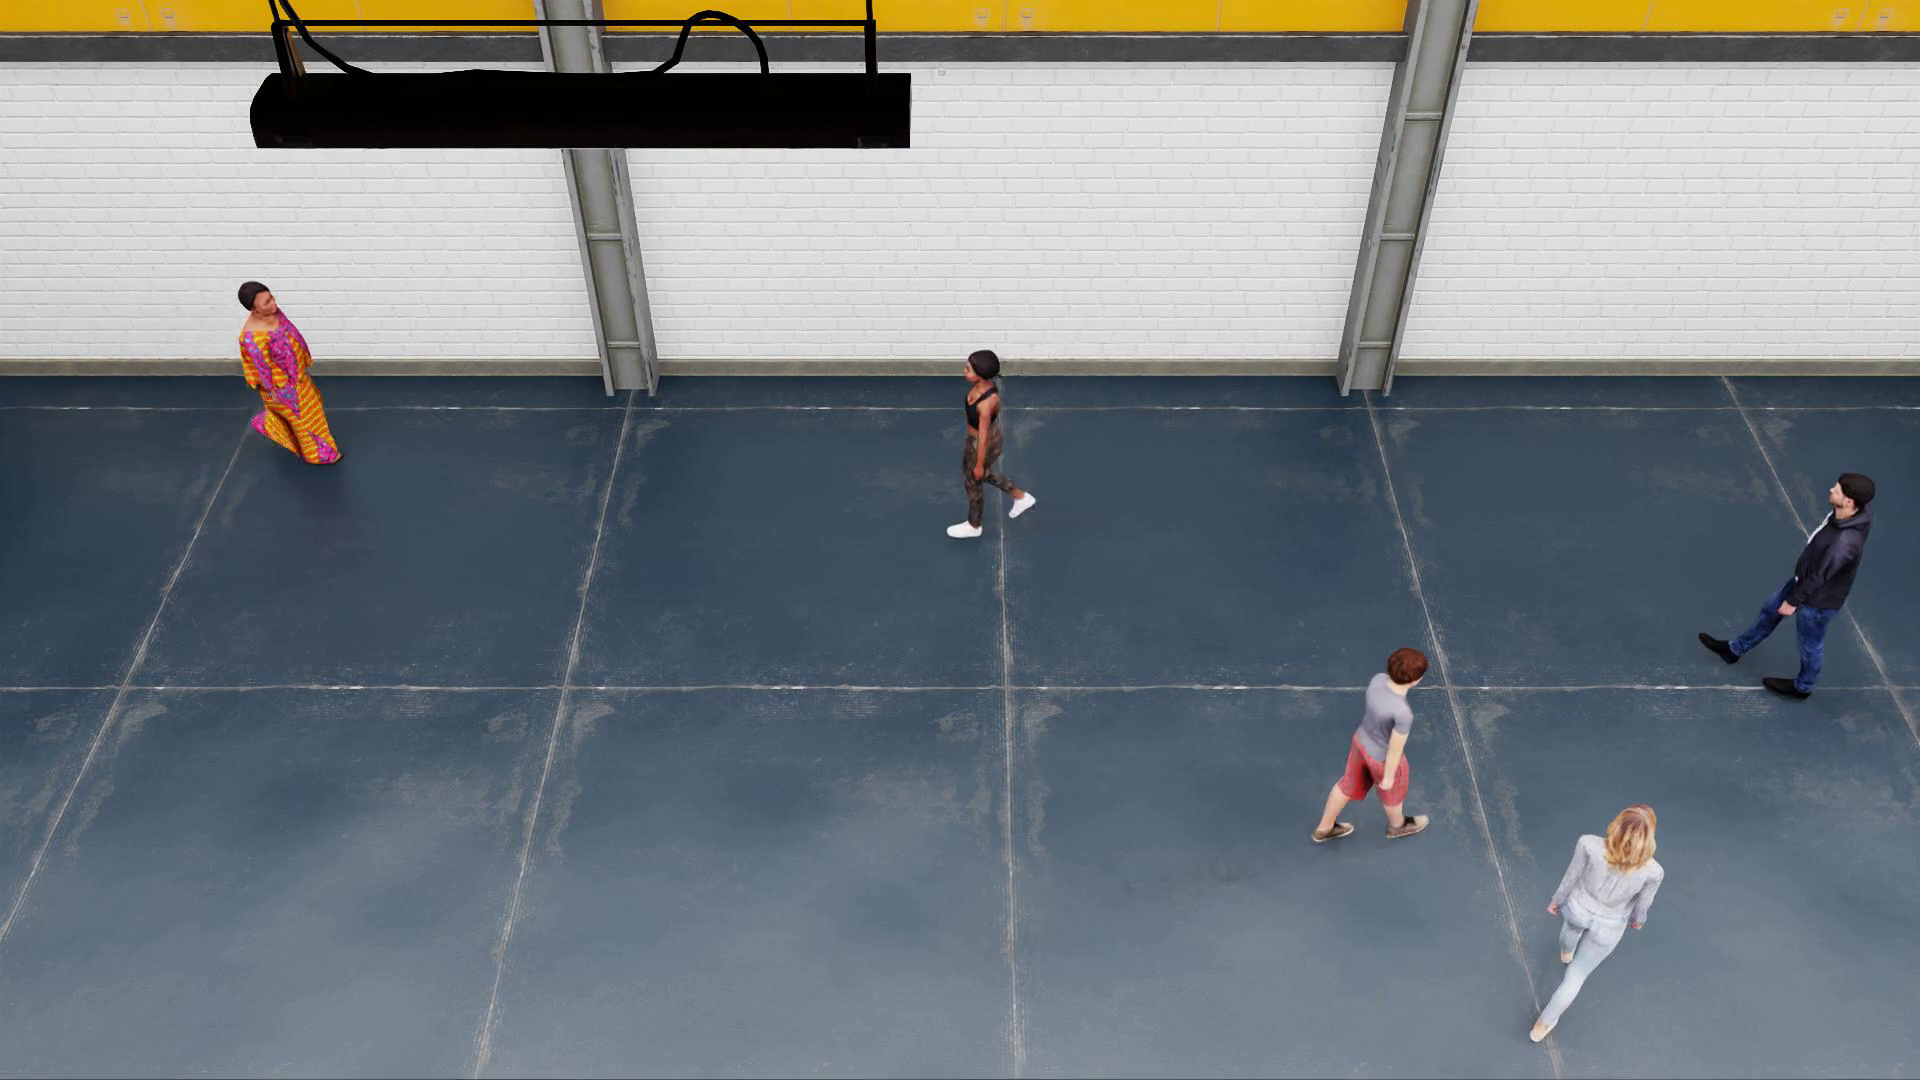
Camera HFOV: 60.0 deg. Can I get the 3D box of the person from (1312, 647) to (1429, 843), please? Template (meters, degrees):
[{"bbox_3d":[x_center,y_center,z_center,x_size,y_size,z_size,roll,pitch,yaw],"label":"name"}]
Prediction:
[{"bbox_3d":[2.405,1.266,9.832,1.052,1.622,0.806,-12,45,-13],"label":"person"}]

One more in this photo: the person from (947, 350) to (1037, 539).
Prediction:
[{"bbox_3d":[0.247,-0.651,11.800,0.885,1.683,0.602,-3,44,-3],"label":"person"}]

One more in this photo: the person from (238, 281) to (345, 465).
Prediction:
[{"bbox_3d":[-5.119,-1.261,12.453,0.878,1.665,0.642,-1,44,-1],"label":"person"}]

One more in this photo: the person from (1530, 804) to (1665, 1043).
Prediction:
[{"bbox_3d":[3.341,2.086,8.868,1.080,1.764,1.060,26,50,25],"label":"person"}]

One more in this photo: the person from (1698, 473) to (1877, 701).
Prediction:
[{"bbox_3d":[5.570,0.359,10.610,1.141,1.862,0.989,21,47,20],"label":"person"}]
